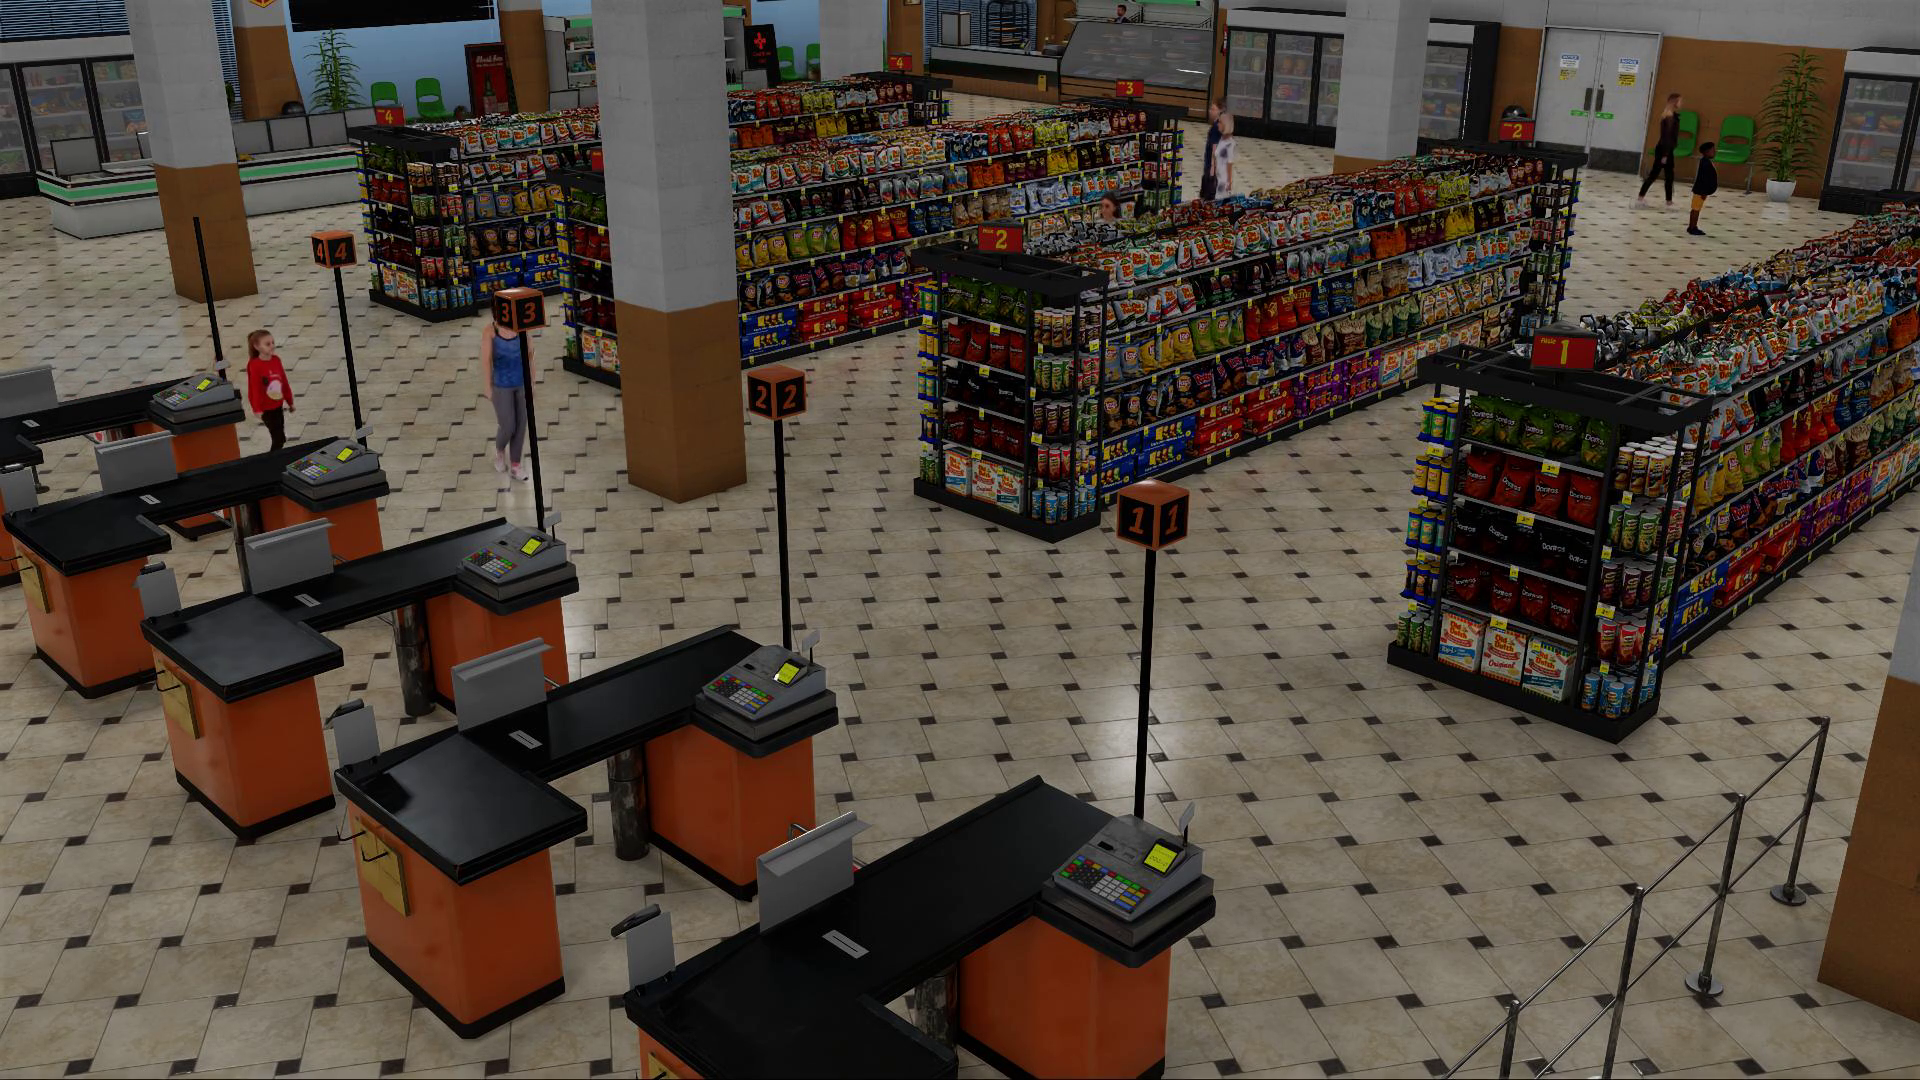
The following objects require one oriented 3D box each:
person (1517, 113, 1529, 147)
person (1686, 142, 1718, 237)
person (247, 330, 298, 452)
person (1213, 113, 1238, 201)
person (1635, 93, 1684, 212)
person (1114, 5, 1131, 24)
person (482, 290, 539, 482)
[{"bbox_3d":[8.639,-5.984,25.799,0.631,1.252,0.506,10,24,23],"label":"person"},{"bbox_3d":[10.243,-4.862,22.982,0.669,1.272,0.591,5,22,13],"label":"person"},{"bbox_3d":[-5.690,-1.094,13.601,0.645,1.273,0.560,7,23,18],"label":"person"},{"bbox_3d":[3.636,-4.816,22.260,1.076,1.724,0.928,-4,22,-9],"label":"person"},{"bbox_3d":[10.377,-5.727,24.575,0.950,1.689,0.948,4,22,11],"label":"person"},{"bbox_3d":[3.719,-11.423,38.510,0.566,1.868,0.613,-20,29,-41],"label":"person"},{"bbox_3d":[-3.694,-1.269,13.613,0.616,1.589,0.657,-14,26,-32],"label":"person"}]
